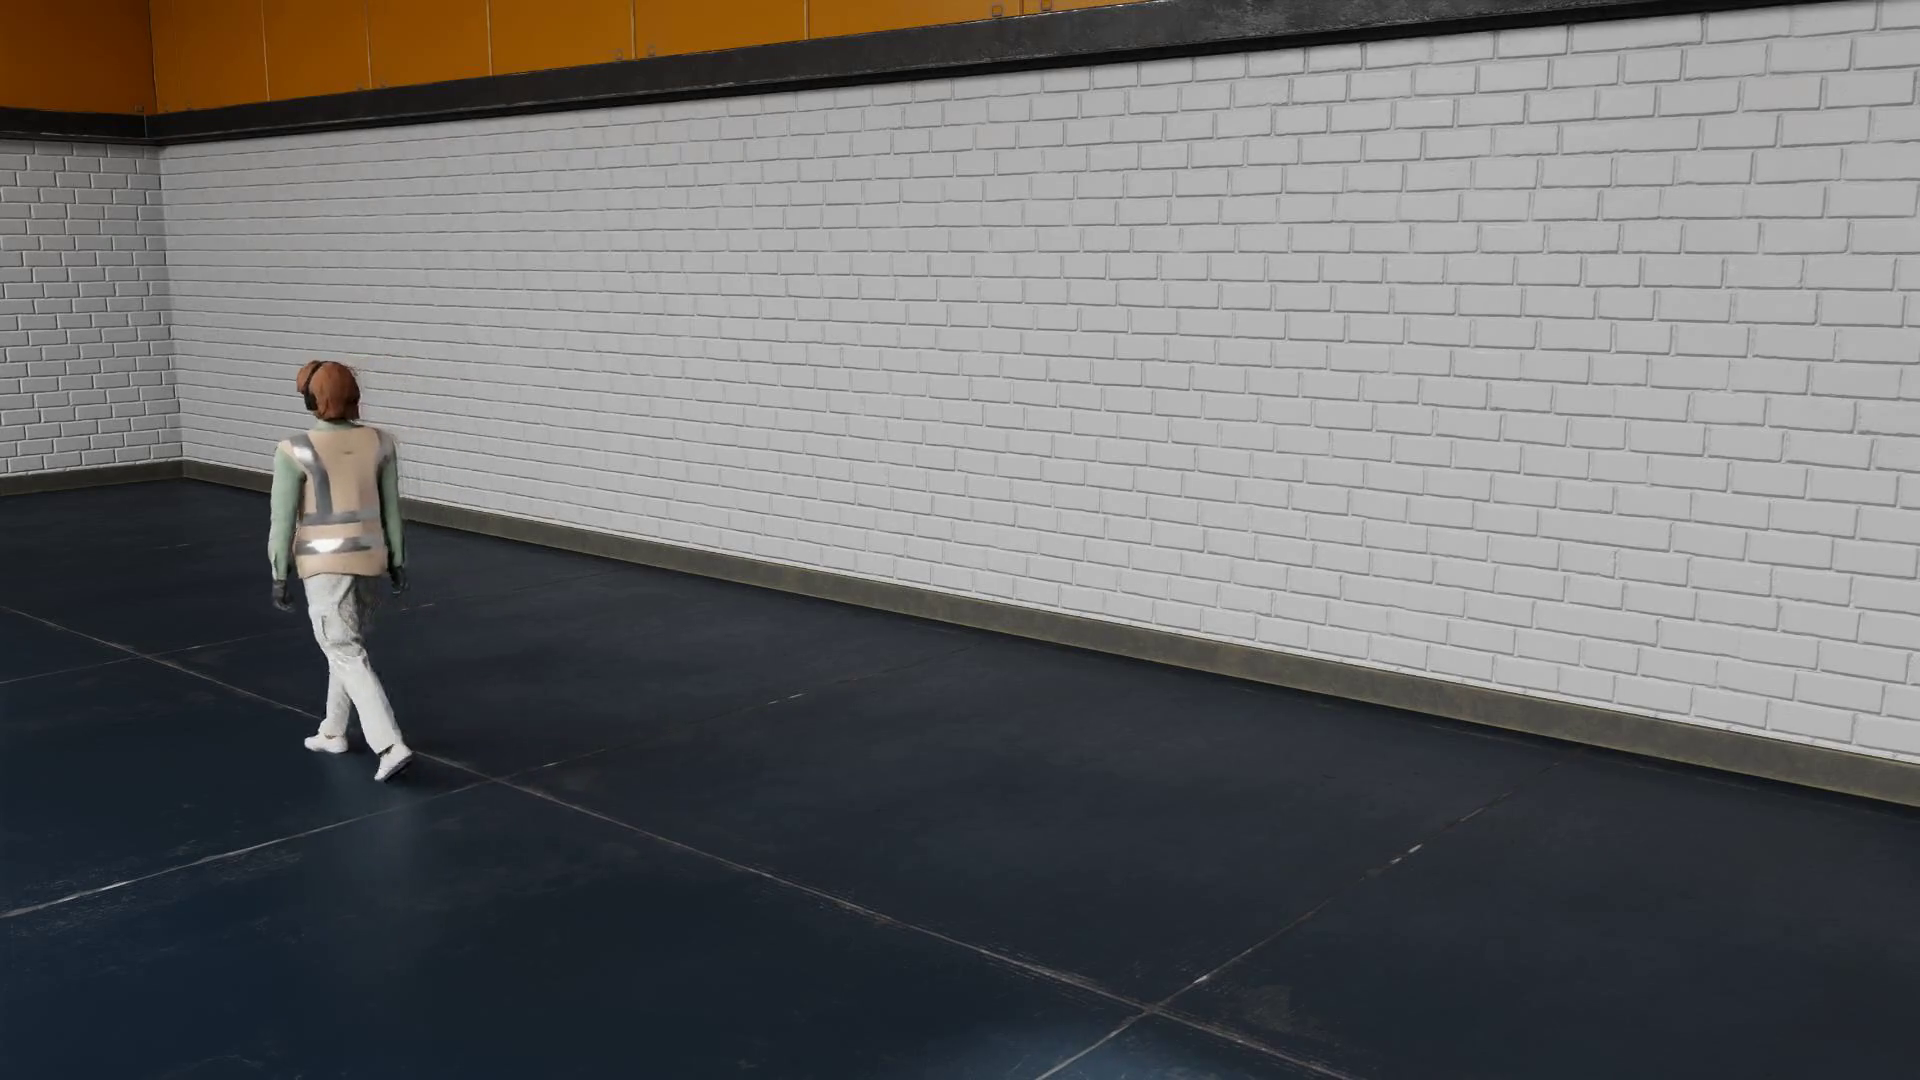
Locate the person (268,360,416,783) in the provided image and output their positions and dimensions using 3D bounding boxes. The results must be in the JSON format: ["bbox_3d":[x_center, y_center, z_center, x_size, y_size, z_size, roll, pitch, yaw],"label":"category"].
[{"bbox_3d":[-2.346,0.113,6.374,0.829,1.606,0.524,7,12,35],"label":"person"}]
